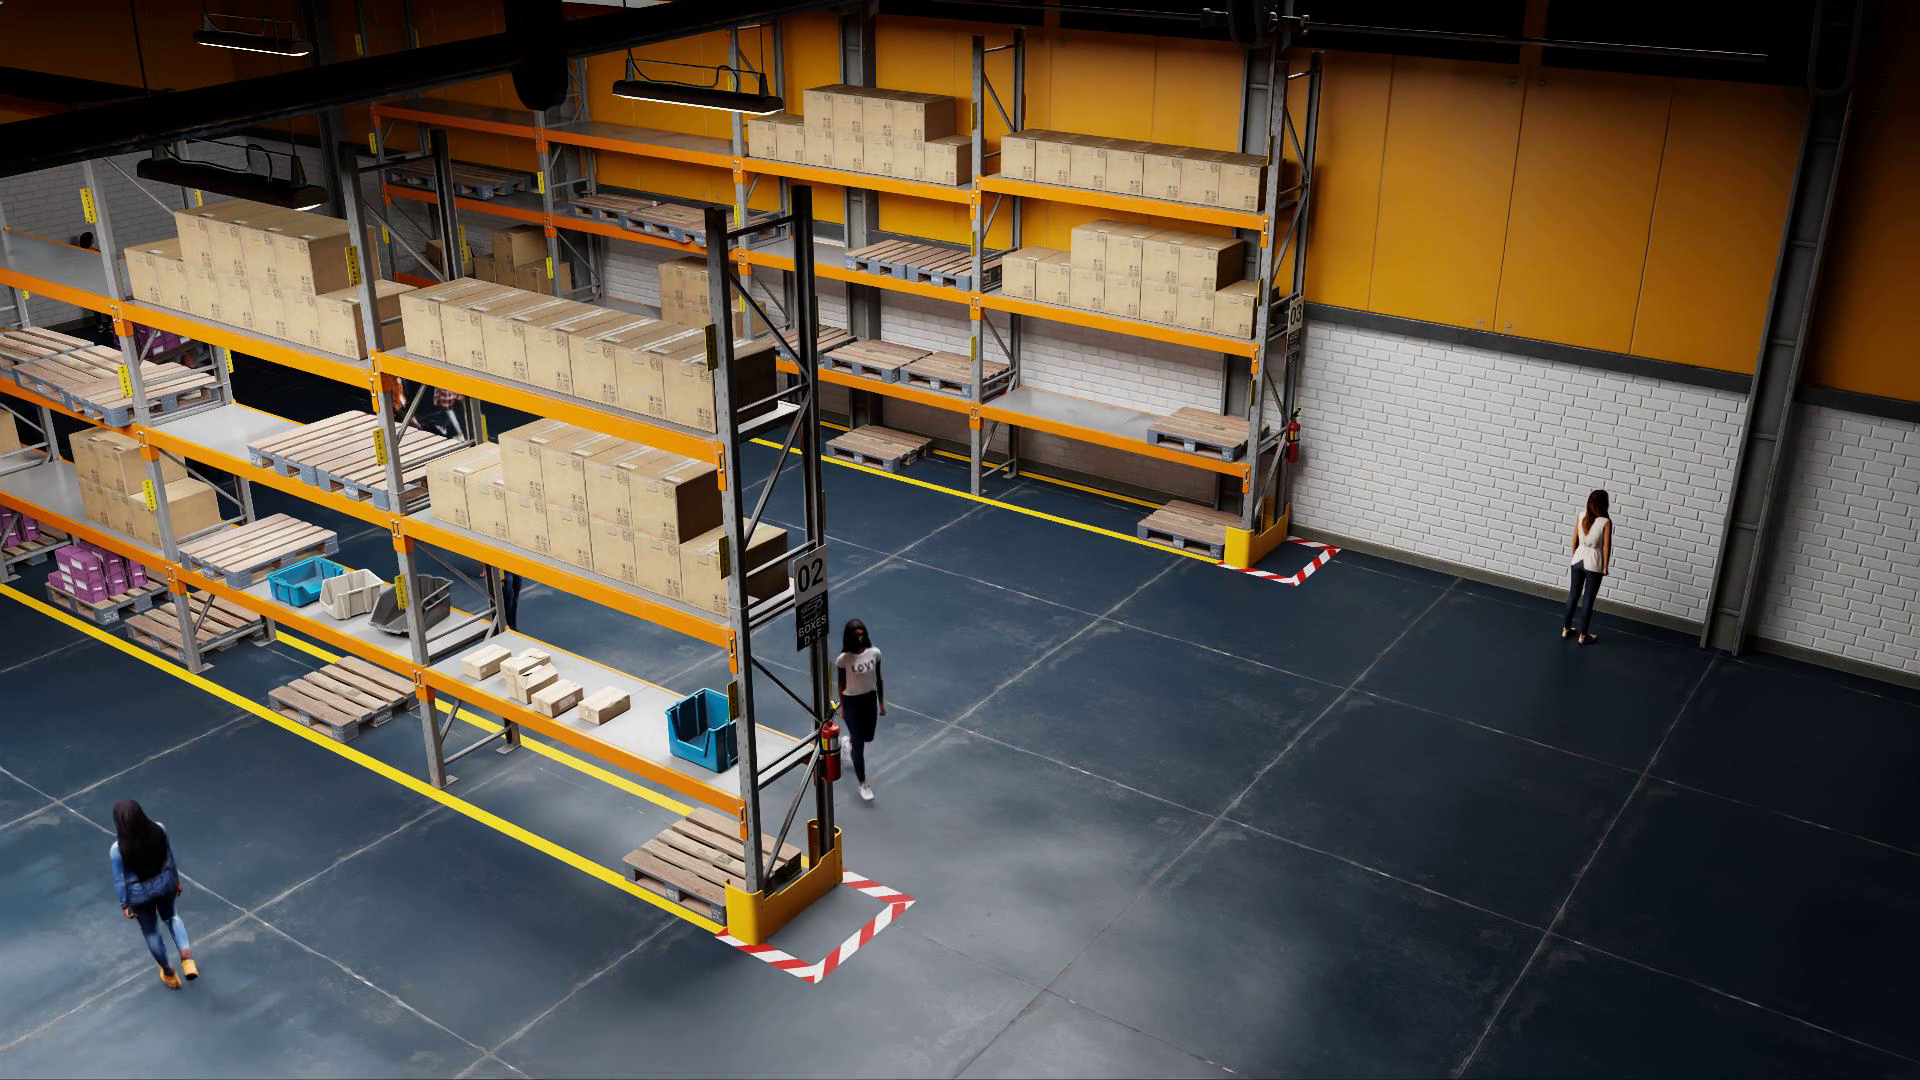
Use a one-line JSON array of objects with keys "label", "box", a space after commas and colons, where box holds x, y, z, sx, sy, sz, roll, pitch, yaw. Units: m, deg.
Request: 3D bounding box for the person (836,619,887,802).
[{"label": "person", "box": [-0.958, 1.507, 15.462, 0.898, 1.755, 1.127, -12, 26, -25]}]

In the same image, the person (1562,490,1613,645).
[{"label": "person", "box": [6.882, 0.277, 18.239, 0.714, 1.785, 0.557, -18, 29, -35]}]

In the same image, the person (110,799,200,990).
[{"label": "person", "box": [-6.122, 2.750, 12.694, 0.749, 1.696, 0.654, 19, 30, 37]}]

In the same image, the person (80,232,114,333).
[{"label": "person", "box": [-15.199, -4.549, 29.297, 0.636, 1.770, 0.747, 2, 24, 4]}]

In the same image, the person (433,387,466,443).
[{"label": "person", "box": [-7.398, -2.033, 24.168, 0.873, 1.270, 0.564, 14, 27, 29]}]

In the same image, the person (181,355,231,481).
[{"label": "person", "box": [-10.463, -1.688, 22.751, 1.128, 1.773, 0.837, 14, 27, 29]}]
